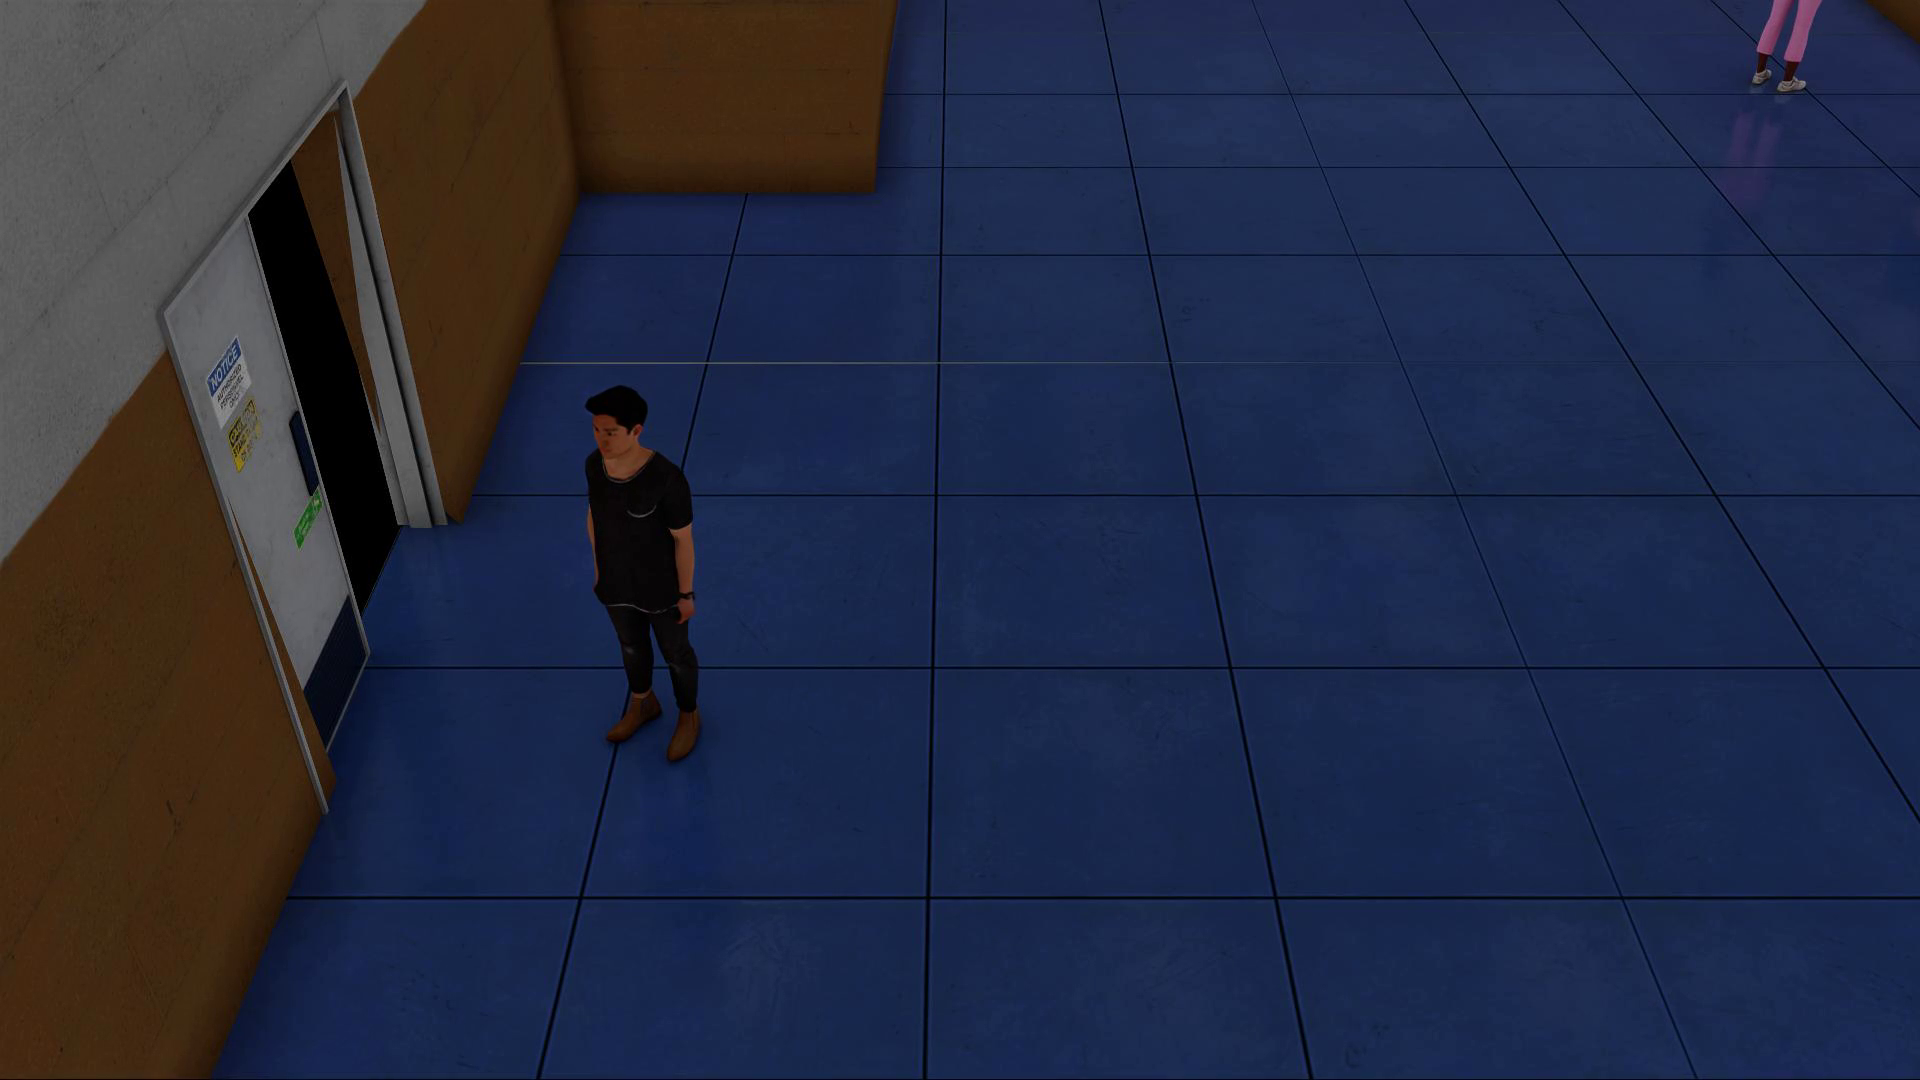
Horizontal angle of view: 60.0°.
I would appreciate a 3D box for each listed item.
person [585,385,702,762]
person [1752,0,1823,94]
[{"bbox_3d":[-1.259,0.123,6.616,0.634,1.717,0.762,16,40,20],"label":"person"},{"bbox_3d":[6.308,-4.237,12.406,0.687,1.740,0.652,-24,43,-29],"label":"person"}]
